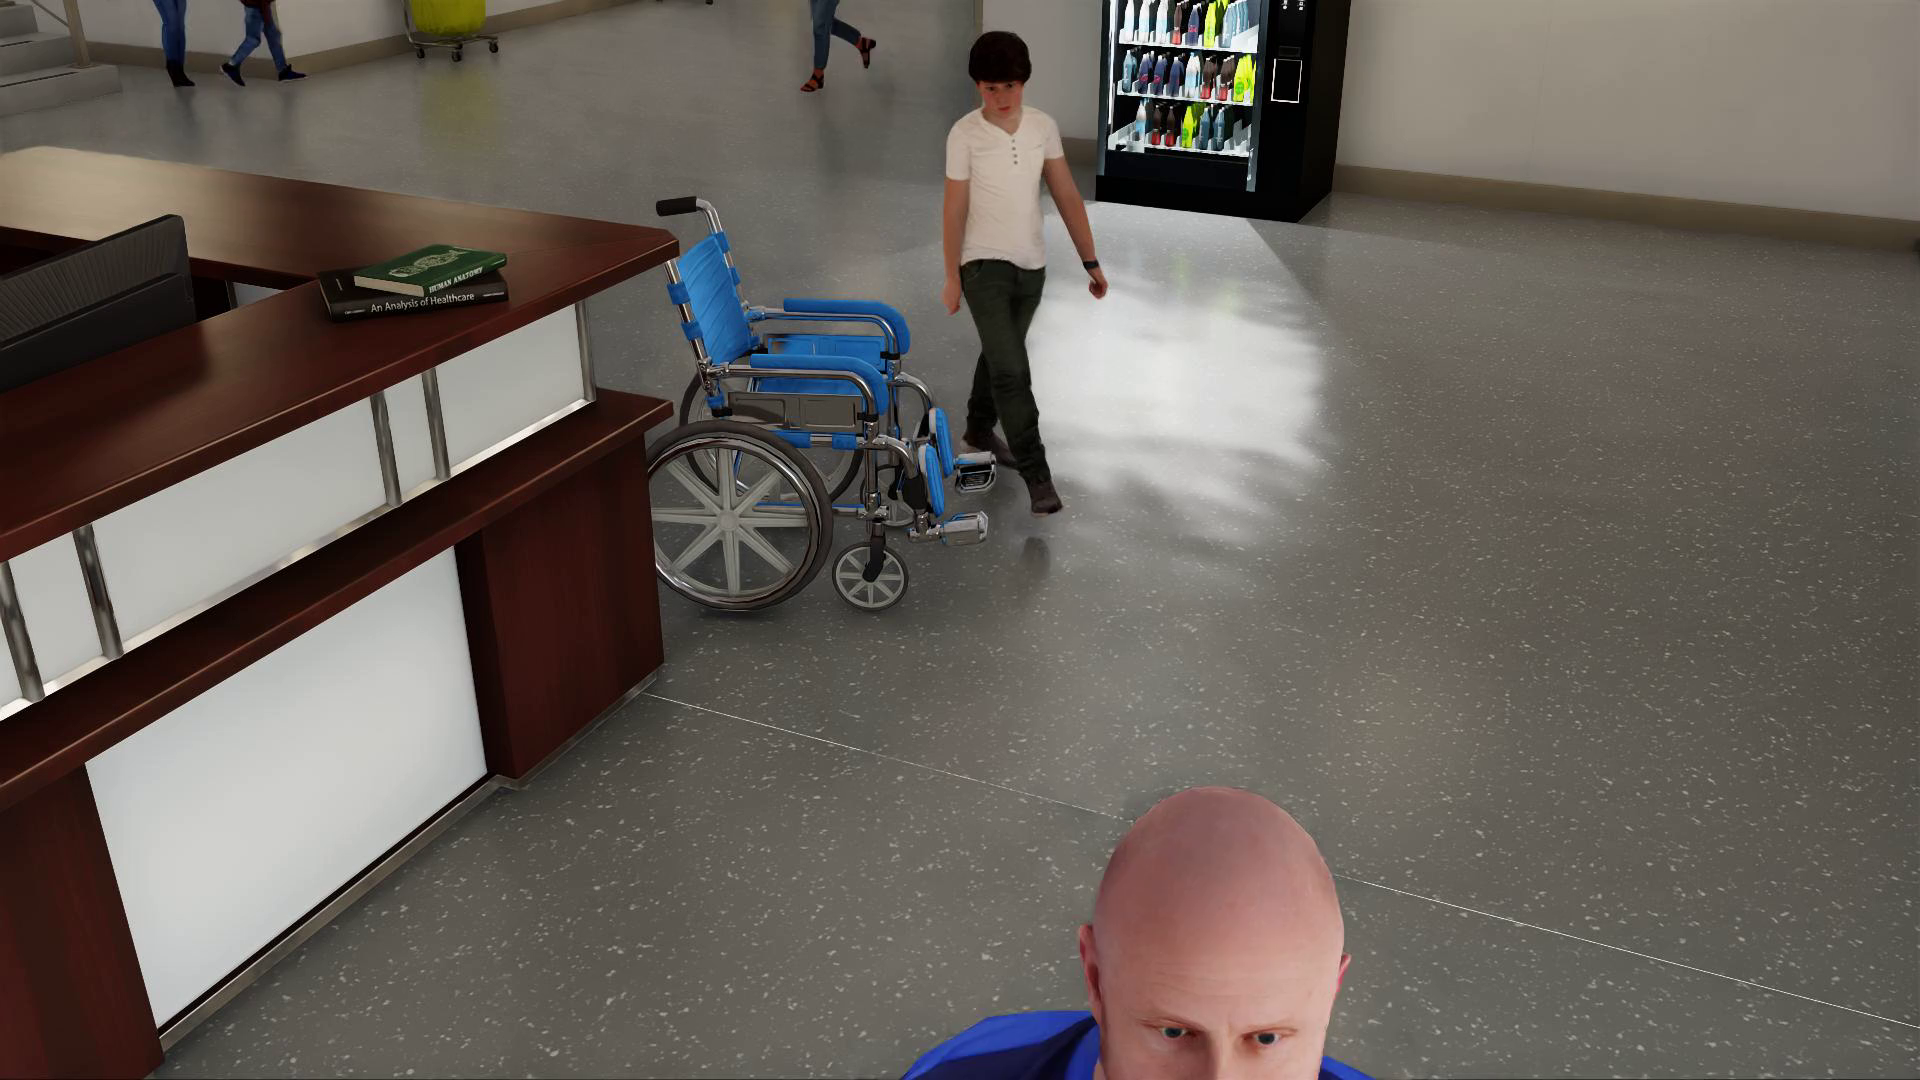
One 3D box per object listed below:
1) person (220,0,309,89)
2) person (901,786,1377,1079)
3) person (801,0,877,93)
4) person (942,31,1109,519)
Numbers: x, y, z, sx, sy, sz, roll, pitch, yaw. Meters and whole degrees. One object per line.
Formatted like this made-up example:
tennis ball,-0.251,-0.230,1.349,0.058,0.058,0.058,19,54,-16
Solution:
person,-5.474,-4.118,12.793,0.892,1.241,0.834,-9,27,-18
person,0.149,0.961,1.582,0.917,1.830,0.883,4,26,8
person,-0.947,-4.262,12.620,0.923,1.649,0.992,-19,32,-34
person,0.113,-0.924,5.751,1.059,1.604,1.200,-17,30,-31
